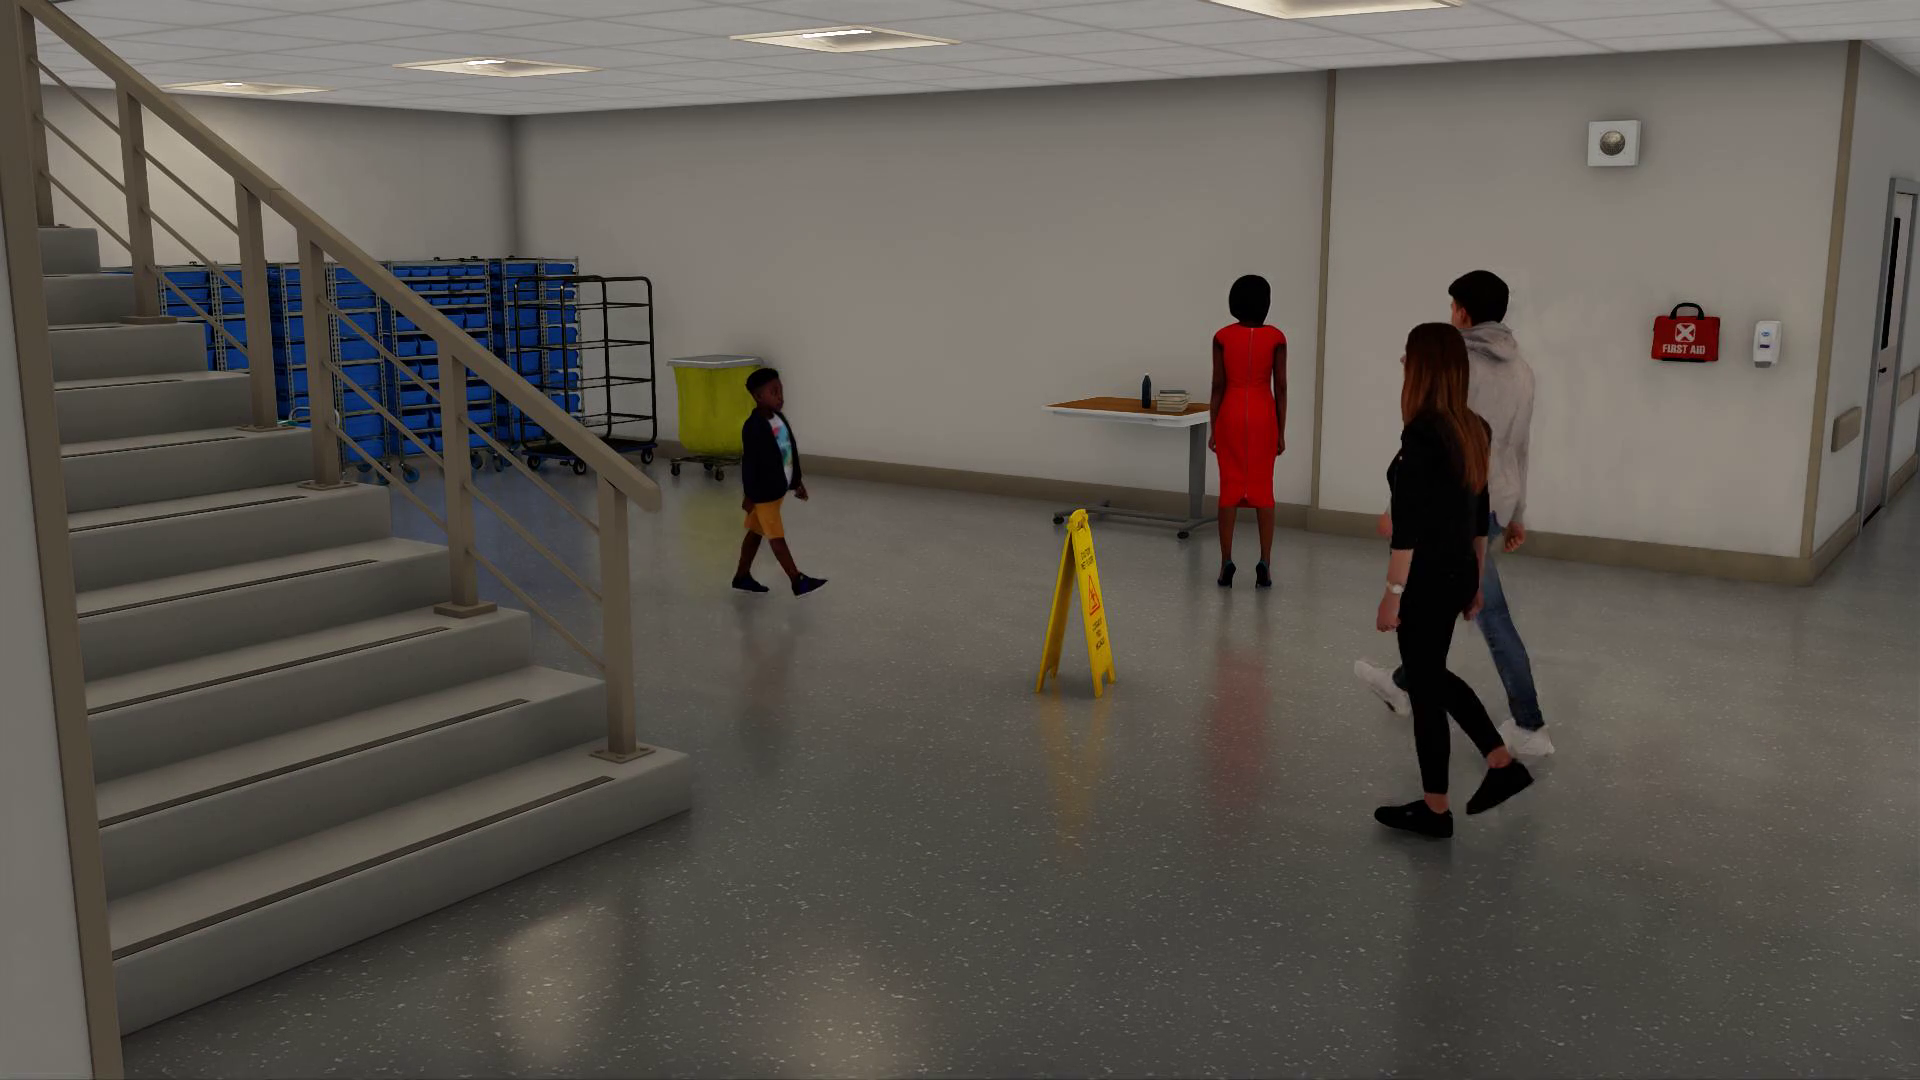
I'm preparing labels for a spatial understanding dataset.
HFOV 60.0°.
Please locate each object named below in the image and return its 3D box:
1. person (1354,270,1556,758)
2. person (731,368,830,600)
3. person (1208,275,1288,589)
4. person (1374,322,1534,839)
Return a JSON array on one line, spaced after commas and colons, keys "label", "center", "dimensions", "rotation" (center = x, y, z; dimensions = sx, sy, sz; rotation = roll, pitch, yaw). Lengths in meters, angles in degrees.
[{"label": "person", "center": [2.003, -0.061, 6.274], "dimensions": [0.942, 1.808, 1.308], "rotation": [-8, 13, -37]}, {"label": "person", "center": [-1.103, -0.294, 9.006], "dimensions": [0.896, 1.246, 0.675], "rotation": [4, 11, 18]}, {"label": "person", "center": [1.602, -0.603, 9.302], "dimensions": [0.586, 1.743, 0.710], "rotation": [1, 11, 8]}, {"label": "person", "center": [1.639, 0.160, 5.405], "dimensions": [0.735, 1.697, 0.628], "rotation": [9, 14, 38]}]
